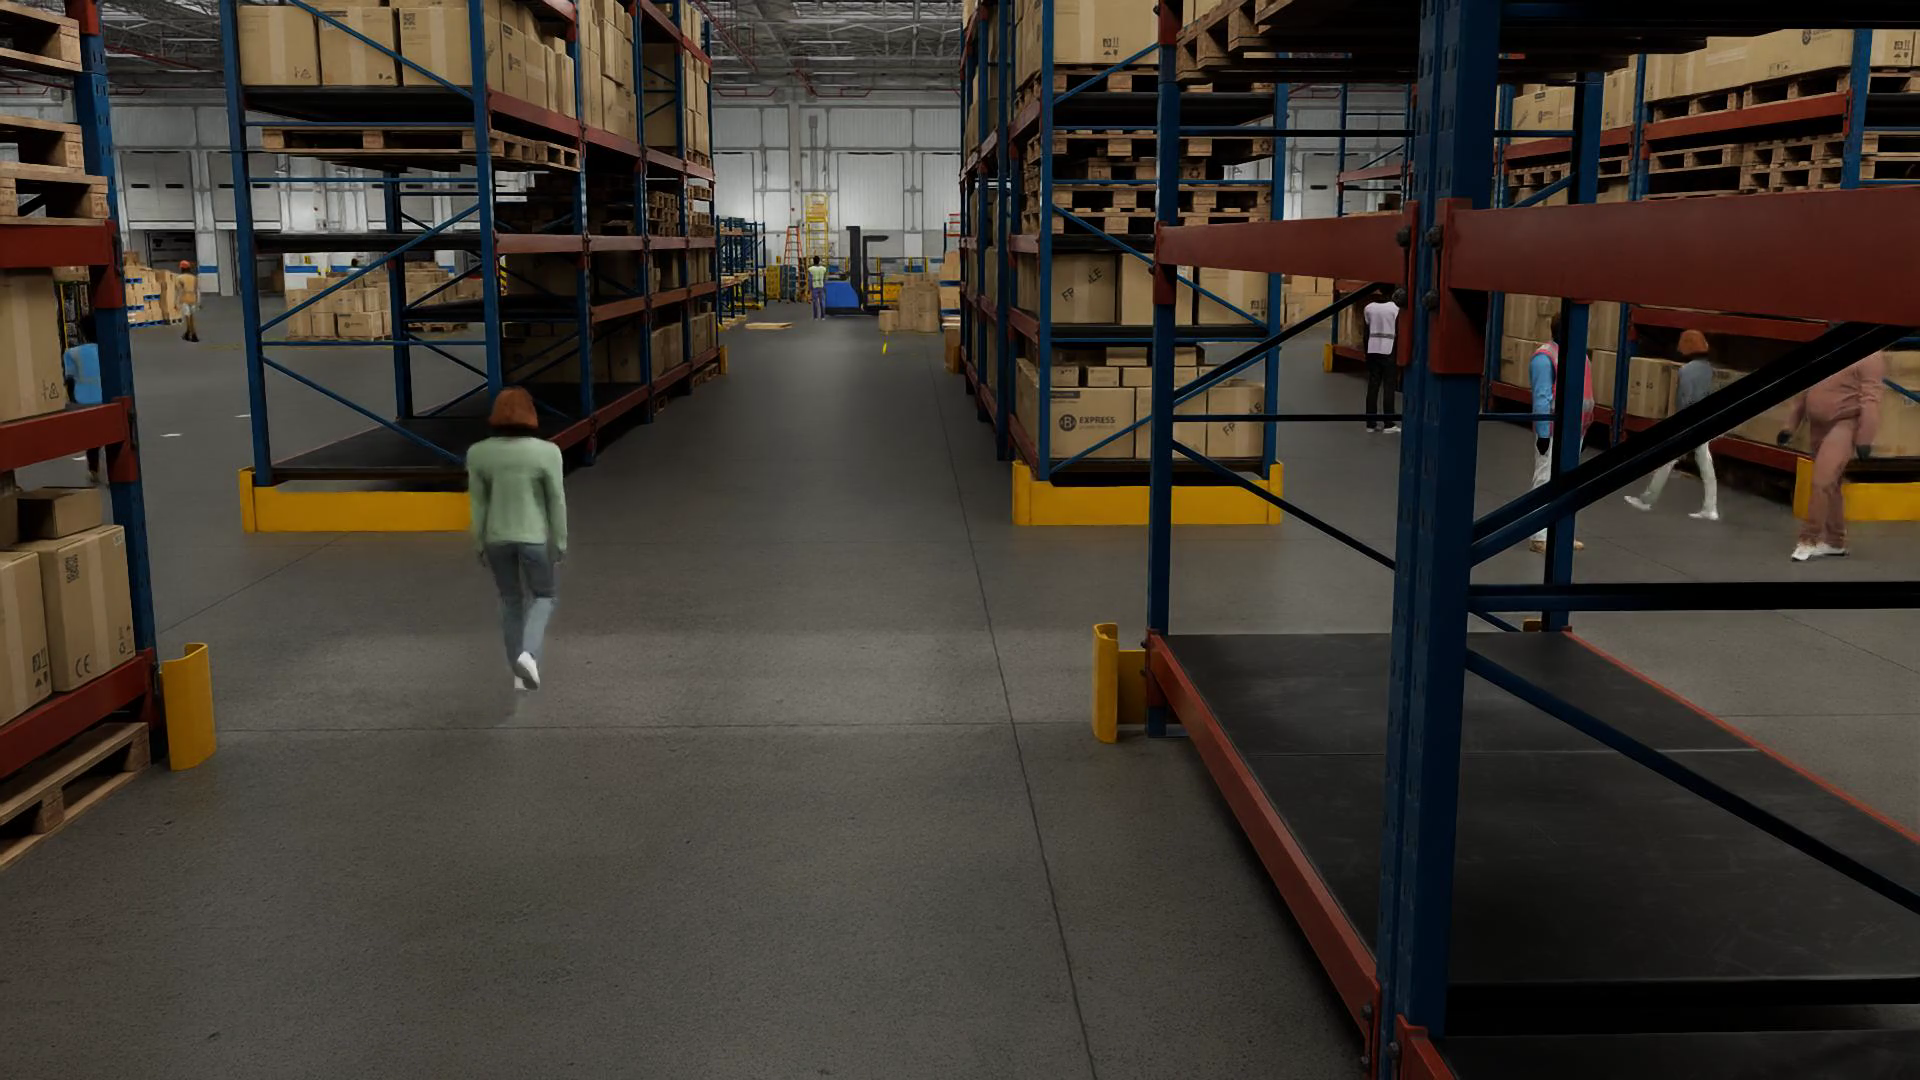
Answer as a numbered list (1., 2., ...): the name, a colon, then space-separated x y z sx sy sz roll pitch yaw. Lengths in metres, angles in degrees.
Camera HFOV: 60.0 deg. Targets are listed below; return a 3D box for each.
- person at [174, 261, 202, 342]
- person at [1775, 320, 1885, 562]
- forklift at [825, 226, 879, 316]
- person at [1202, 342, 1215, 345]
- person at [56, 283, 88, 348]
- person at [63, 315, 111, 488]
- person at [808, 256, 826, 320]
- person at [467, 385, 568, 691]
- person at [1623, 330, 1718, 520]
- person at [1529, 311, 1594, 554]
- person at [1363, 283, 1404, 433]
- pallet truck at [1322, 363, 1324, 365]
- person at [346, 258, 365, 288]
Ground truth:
1. person: -18.190 -5.611 39.163 0.977 1.890 0.558 9 14 42
2. person: 6.385 -0.786 12.280 0.583 1.883 0.716 -1 10 -7
3. forklift: -3.295 -8.436 52.114 1.873 2.768 1.129 0 10 -2
4. person: 5.428 -5.365 37.956 0.926 1.817 0.522 3 10 14
5. person: -15.362 -3.641 28.821 0.874 1.649 0.531 5 11 28
6. person: -8.247 -1.327 15.928 0.540 1.655 0.873 -6 12 -31
7. person: -4.262 -7.521 49.696 0.587 1.920 0.392 -6 12 -29
8. person: -2.282 0.013 8.570 0.501 1.617 0.489 0 10 0
9. person: 6.154 -0.987 14.203 0.507 1.596 0.836 -7 12 -34
10. person: 4.540 -0.814 12.544 0.627 1.847 0.429 -9 13 -40
11. person: 5.208 -2.266 20.419 0.392 1.922 0.592 -9 13 -40
12. pallet truck: 7.712 -4.157 30.737 1.885 1.965 0.823 3 11 16
13. person: -18.070 -7.491 49.734 0.524 1.848 0.442 0 10 -2
